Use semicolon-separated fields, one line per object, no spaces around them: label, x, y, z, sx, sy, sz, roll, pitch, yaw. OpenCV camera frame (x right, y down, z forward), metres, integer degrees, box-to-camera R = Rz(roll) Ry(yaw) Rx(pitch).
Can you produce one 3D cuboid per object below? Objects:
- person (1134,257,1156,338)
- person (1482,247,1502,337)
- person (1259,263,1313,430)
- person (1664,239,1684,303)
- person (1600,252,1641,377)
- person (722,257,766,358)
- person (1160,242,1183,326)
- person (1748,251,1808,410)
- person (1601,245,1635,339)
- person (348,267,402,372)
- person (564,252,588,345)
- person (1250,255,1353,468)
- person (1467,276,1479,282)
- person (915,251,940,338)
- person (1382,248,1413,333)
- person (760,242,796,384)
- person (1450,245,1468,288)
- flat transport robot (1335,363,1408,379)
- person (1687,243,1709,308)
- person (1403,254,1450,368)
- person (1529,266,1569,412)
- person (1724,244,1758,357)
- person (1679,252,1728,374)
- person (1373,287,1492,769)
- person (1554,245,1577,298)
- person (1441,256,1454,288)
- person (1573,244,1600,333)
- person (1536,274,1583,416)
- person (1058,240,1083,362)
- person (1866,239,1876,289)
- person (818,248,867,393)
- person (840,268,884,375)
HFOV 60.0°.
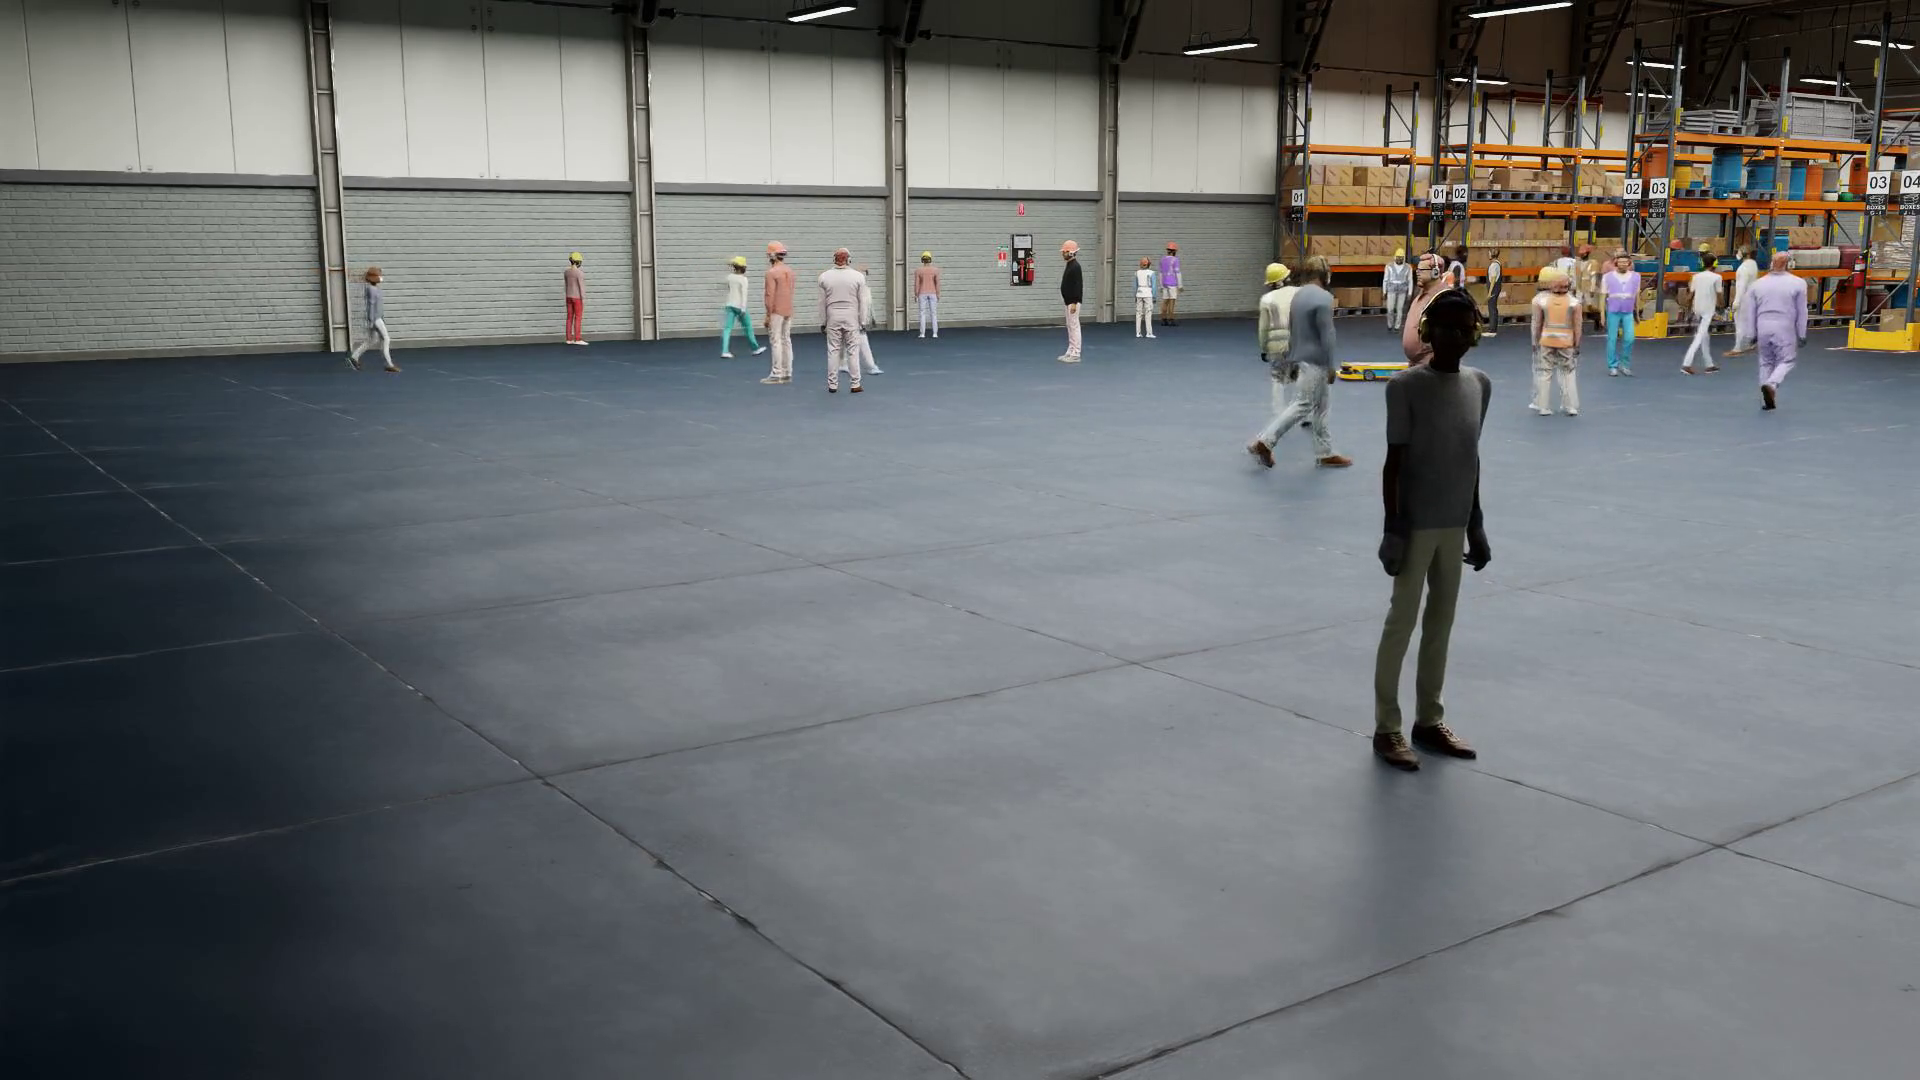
person;3.775;-4.938;33.926;0.514;1.642;0.310;8;13;38
person;10.986;-5.114;34.332;0.345;1.846;0.508;5;12;27
person;3.504;-2.064;17.799;0.620;1.782;0.417;0;10;-2
person;15.659;-5.585;36.508;0.681;1.999;0.689;-10;14;-43
person;9.732;-3.307;24.463;0.614;1.823;0.627;1;10;4
person;-3.761;-3.983;28.509;0.530;1.708;0.943;7;13;35
person;4.874;-5.890;38.367;0.404;1.927;0.550;-8;13;-38
person;9.631;-2.458;19.642;0.626;1.889;0.660;-9;14;-41
person;13.179;-4.957;33.320;0.669;1.895;0.433;1;10;7
person;-8.981;-3.363;25.389;0.747;1.604;0.501;-3;11;-16
person;-7.322;-4.598;31.744;0.520;1.761;0.335;8;13;36
person;3.034;-1.568;14.740;0.939;1.907;0.644;-2;11;-11
person;13.184;-6.694;42.764;0.438;1.935;0.561;-4;11;-20
person;-0.670;-4.970;33.781;0.523;1.760;0.327;-2;10;-9
person;9.299;-5.279;35.313;0.627;1.808;0.716;2;11;12
person;-2.589;-3.180;23.424;0.407;1.969;0.732;7;12;32
person;9.592;-4.760;32.245;0.482;1.894;0.633;3;11;15
flat transport robot;6.166;-2.451;24.051;1.431;0.197;0.652;0;10;0
person;17.178;-5.905;38.491;0.539;1.909;0.607;-10;14;-43
person;4.032;-1.510;14.405;0.407;1.910;0.639;-2;10;-9
person;6.969;-2.360;19.593;0.492;1.709;0.769;-1;10;-3
person;13.477;-4.116;28.615;0.392;1.938;0.642;9;13;39
person;11.186;-3.401;25.009;0.984;1.828;0.495;-5;11;-24
person;1.866;-0.048;6.507;0.512;1.866;0.330;-5;12;-26
person;13.574;-5.658;37.235;0.494;1.870;0.604;-8;13;-39
person;9.145;-4.523;31.499;0.318;1.697;0.535;-3;11;-14
person;13.440;-5.389;35.659;0.771;1.919;0.563;-7;13;-35
person;6.869;-2.226;19.098;0.525;1.628;0.414;5;12;27
person;1.829;-3.936;27.456;0.392;1.995;0.612;-1;10;-6
person;23.243;-6.753;42.775;0.612;2.039;0.392;5;11;26
person;-1.543;-2.899;22.019;0.644;1.908;0.408;1;10;4
person;-1.495;-3.275;24.930;0.855;1.592;0.532;6;12;30
